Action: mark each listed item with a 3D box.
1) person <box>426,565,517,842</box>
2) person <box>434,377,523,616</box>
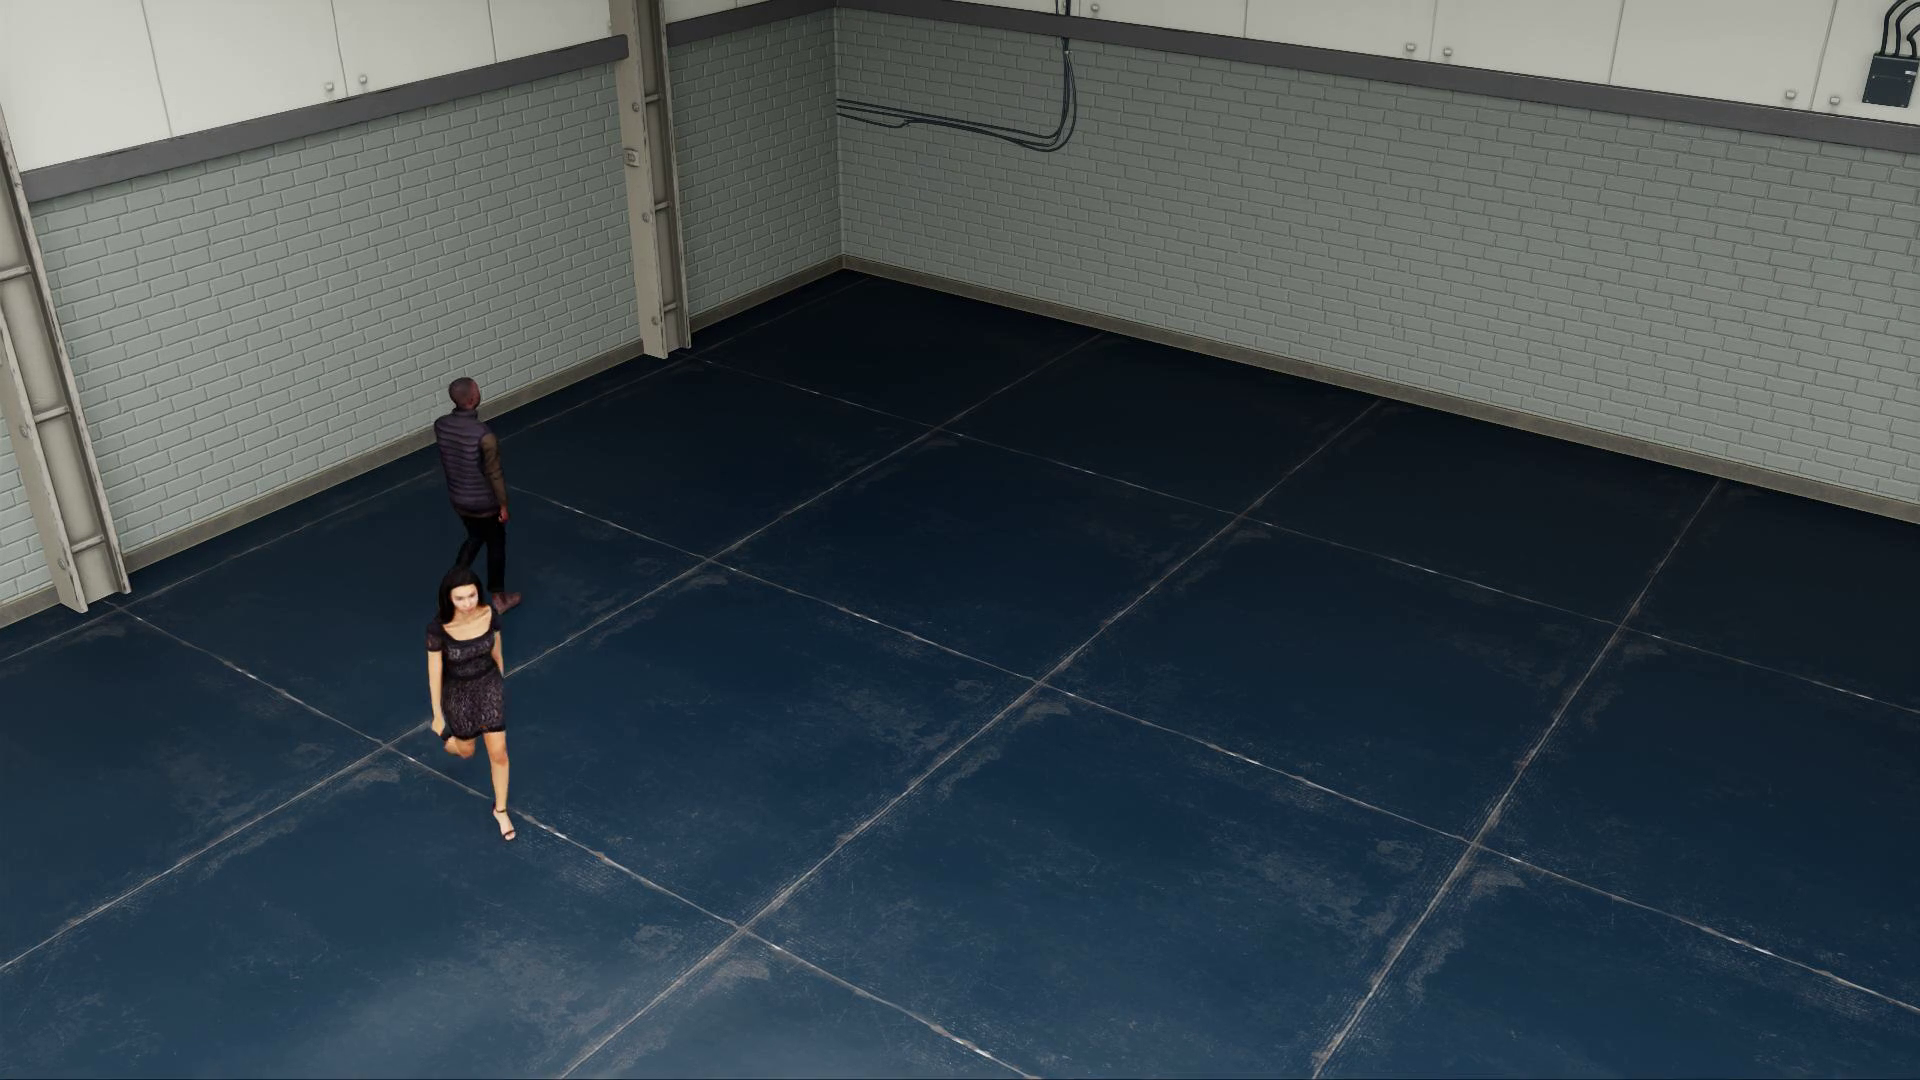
[{"bbox_3d":[-2.793,0.877,9.491,1.046,1.751,0.906,-19,33,-31],"label":"person"},{"bbox_3d":[-3.412,-0.244,11.518,0.767,1.825,0.924,14,31,24],"label":"person"}]
